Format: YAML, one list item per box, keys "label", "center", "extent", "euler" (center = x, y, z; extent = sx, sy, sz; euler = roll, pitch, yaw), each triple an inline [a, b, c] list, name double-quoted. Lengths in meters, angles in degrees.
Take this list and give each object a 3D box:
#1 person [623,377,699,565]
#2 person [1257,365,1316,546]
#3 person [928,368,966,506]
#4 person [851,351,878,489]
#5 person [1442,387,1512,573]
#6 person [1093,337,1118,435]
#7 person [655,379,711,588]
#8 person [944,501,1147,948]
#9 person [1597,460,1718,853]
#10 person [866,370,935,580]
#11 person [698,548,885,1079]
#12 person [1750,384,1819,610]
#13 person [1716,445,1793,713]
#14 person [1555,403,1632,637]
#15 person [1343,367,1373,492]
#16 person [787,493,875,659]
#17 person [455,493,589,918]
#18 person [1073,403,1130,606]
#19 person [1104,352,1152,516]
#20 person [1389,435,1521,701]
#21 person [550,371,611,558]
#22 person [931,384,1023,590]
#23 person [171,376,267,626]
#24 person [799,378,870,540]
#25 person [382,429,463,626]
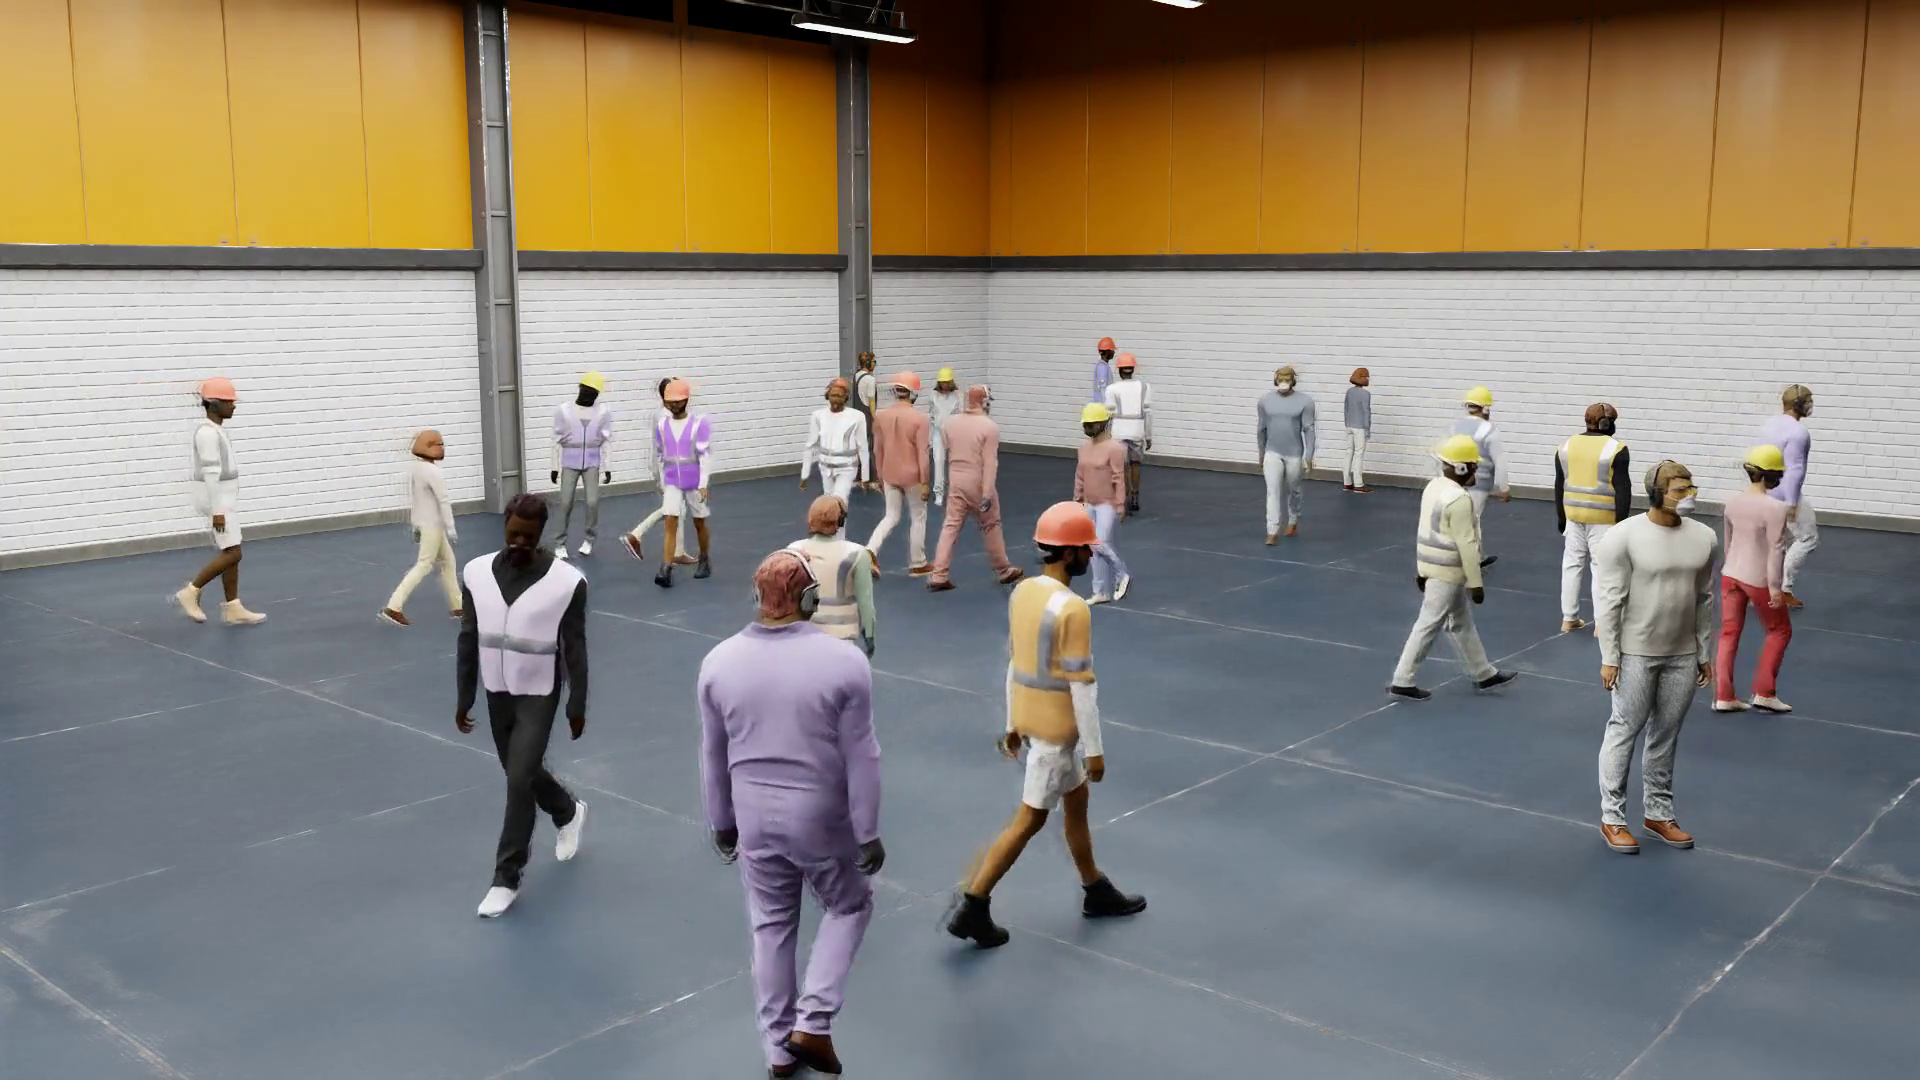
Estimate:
- label: "person"
  center: [-2.910, -0.662, 16.212]
  extent: [0.653, 1.850, 0.528]
  euler: [-4, 10, -22]
- label: "person"
  center: [3.474, -0.924, 17.740]
  extent: [0.642, 1.897, 1.025]
  euler: [4, 10, 21]
- label: "person"
  center: [-0.153, -1.314, 20.786]
  extent: [0.493, 1.695, 0.916]
  euler: [1, 9, 7]
- label: "person"
  center: [-1.257, -1.588, 22.083]
  extent: [0.341, 1.839, 0.502]
  euler: [-6, 11, -33]
- label: "person"
  center: [4.866, -0.526, 15.522]
  extent: [0.868, 1.792, 0.606]
  euler: [-5, 10, -27]
- label: "person"
  center: [2.111, -1.961, 24.099]
  extent: [0.360, 1.936, 0.552]
  euler: [0, 9, 1]
- label: "person"
  center: [-2.541, -0.522, 15.231]
  extent: [0.563, 1.883, 1.016]
  euler: [2, 9, 10]
- label: "person"
  center: [0.356, 0.776, 7.070]
  extent: [0.992, 1.895, 0.563]
  euler: [-4, 10, -22]
- label: "person"
  center: [3.432, 0.569, 8.206]
  extent: [0.629, 1.940, 0.372]
  euler: [-2, 9, -14]
- label: "person"
  center: [-0.561, -0.589, 15.411]
  extent: [0.628, 1.963, 0.860]
  euler: [6, 11, 34]
- label: "person"
  center: [-0.571, 0.967, 5.837]
  extent: [0.680, 1.891, 0.423]
  euler: [3, 9, 17]
- label: "person"
  center: [7.006, -0.353, 14.050]
  extent: [0.539, 1.918, 0.665]
  euler: [1, 9, 5]
- label: "person"
  center: [5.170, 0.259, 10.715]
  extent: [0.594, 1.747, 0.546]
  euler: [-3, 10, -18]
- label: "person"
  center: [4.992, -0.161, 13.106]
  extent: [0.430, 1.841, 0.624]
  euler: [-7, 11, -36]
- label: "person"
  center: [5.212, -1.442, 21.787]
  extent: [0.285, 1.631, 0.501]
  euler: [-4, 10, -21]
- label: "person"
  center: [-0.752, 0.543, 9.388]
  extent: [0.526, 1.610, 0.750]
  euler: [3, 9, 17]
- label: "person"
  center: [-1.970, 0.689, 7.647]
  extent: [0.618, 1.879, 0.924]
  euler: [2, 9, 14]
- label: "person"
  center: [1.189, -0.301, 14.219]
  extent: [0.396, 1.750, 0.552]
  euler: [-7, 11, -37]
- label: "person"
  center: [1.964, -1.247, 19.628]
  extent: [0.556, 1.923, 0.479]
  euler: [-1, 9, -9]
- label: "person"
  center: [3.299, 0.194, 11.044]
  extent: [0.943, 1.777, 0.620]
  euler: [0, 9, 0]
- label: "person"
  center: [-3.815, -0.757, 16.708]
  extent: [0.622, 1.888, 0.445]
  euler: [-4, 10, -25]
- label: "person"
  center: [0.132, -0.474, 15.026]
  extent: [0.646, 1.855, 1.012]
  euler: [8, 12, 40]
- label: "person"
  center: [-5.957, -0.292, 13.312]
  extent: [0.586, 2.030, 0.638]
  euler: [-3, 9, -16]
- label: "person"
  center: [-1.222, -0.614, 15.886]
  extent: [0.647, 1.854, 0.695]
  euler: [5, 10, 28]
- label: "person"
  center: [-4.329, -0.105, 13.521]
  extent: [0.844, 1.599, 0.508]
  euler: [-6, 11, -34]
